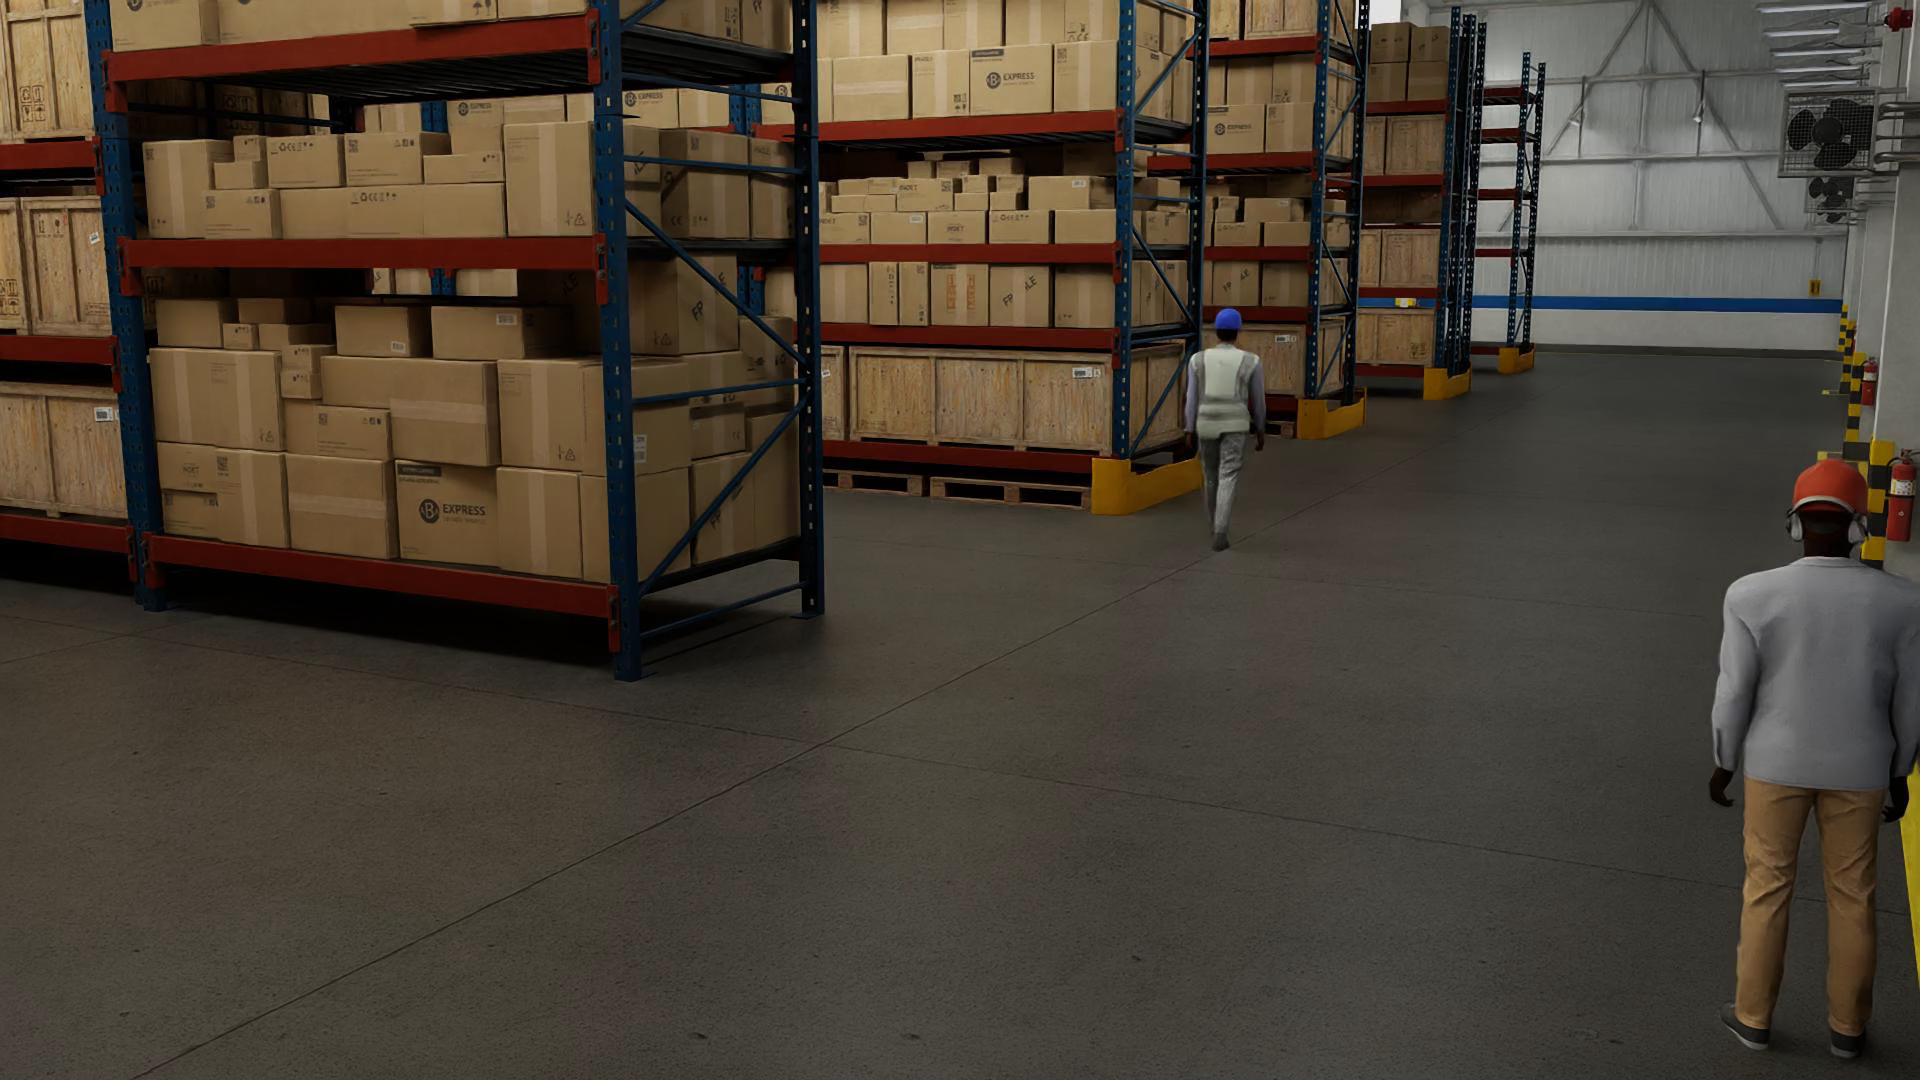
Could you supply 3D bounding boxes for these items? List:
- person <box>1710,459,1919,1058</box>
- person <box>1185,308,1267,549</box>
[{"bbox_3d":[2.484,0.635,4.850,0.560,1.744,0.338,3,10,16],"label":"person"},{"bbox_3d":[2.137,-0.902,13.349,0.635,1.889,1.016,4,10,20],"label":"person"}]
